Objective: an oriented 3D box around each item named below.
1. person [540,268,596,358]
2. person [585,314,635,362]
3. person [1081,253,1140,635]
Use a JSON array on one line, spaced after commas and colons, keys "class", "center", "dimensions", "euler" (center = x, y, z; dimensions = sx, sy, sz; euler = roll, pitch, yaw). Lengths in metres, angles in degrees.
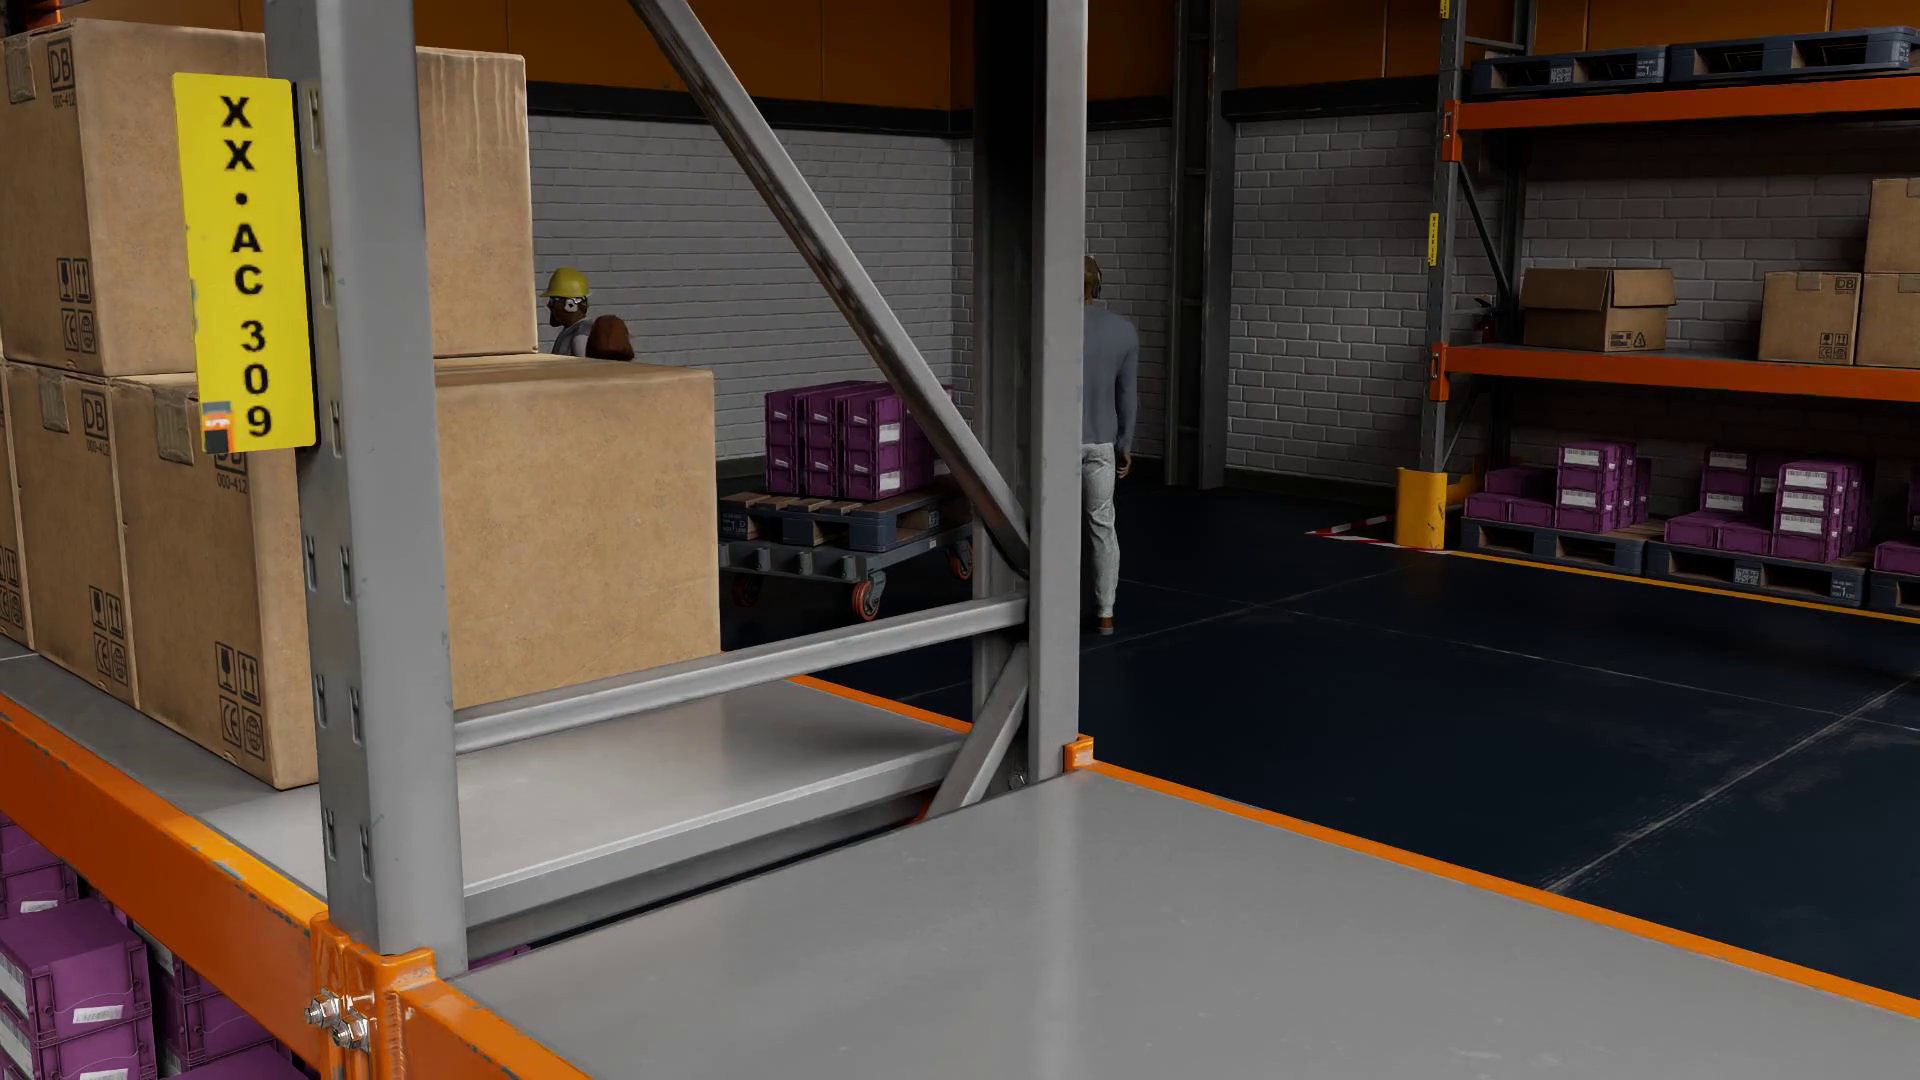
[{"class": "person", "center": [-2.260, -0.679, 9.811], "dimensions": [0.404, 1.834, 0.592], "euler": [-4, 11, -19]}, {"class": "person", "center": [-1.806, -0.352, 8.615], "dimensions": [0.551, 1.614, 0.376], "euler": [-4, 11, -22]}, {"class": "person", "center": [0.587, -0.467, 8.366], "dimensions": [0.636, 1.939, 0.364], "euler": [-4, 11, -18]}]
